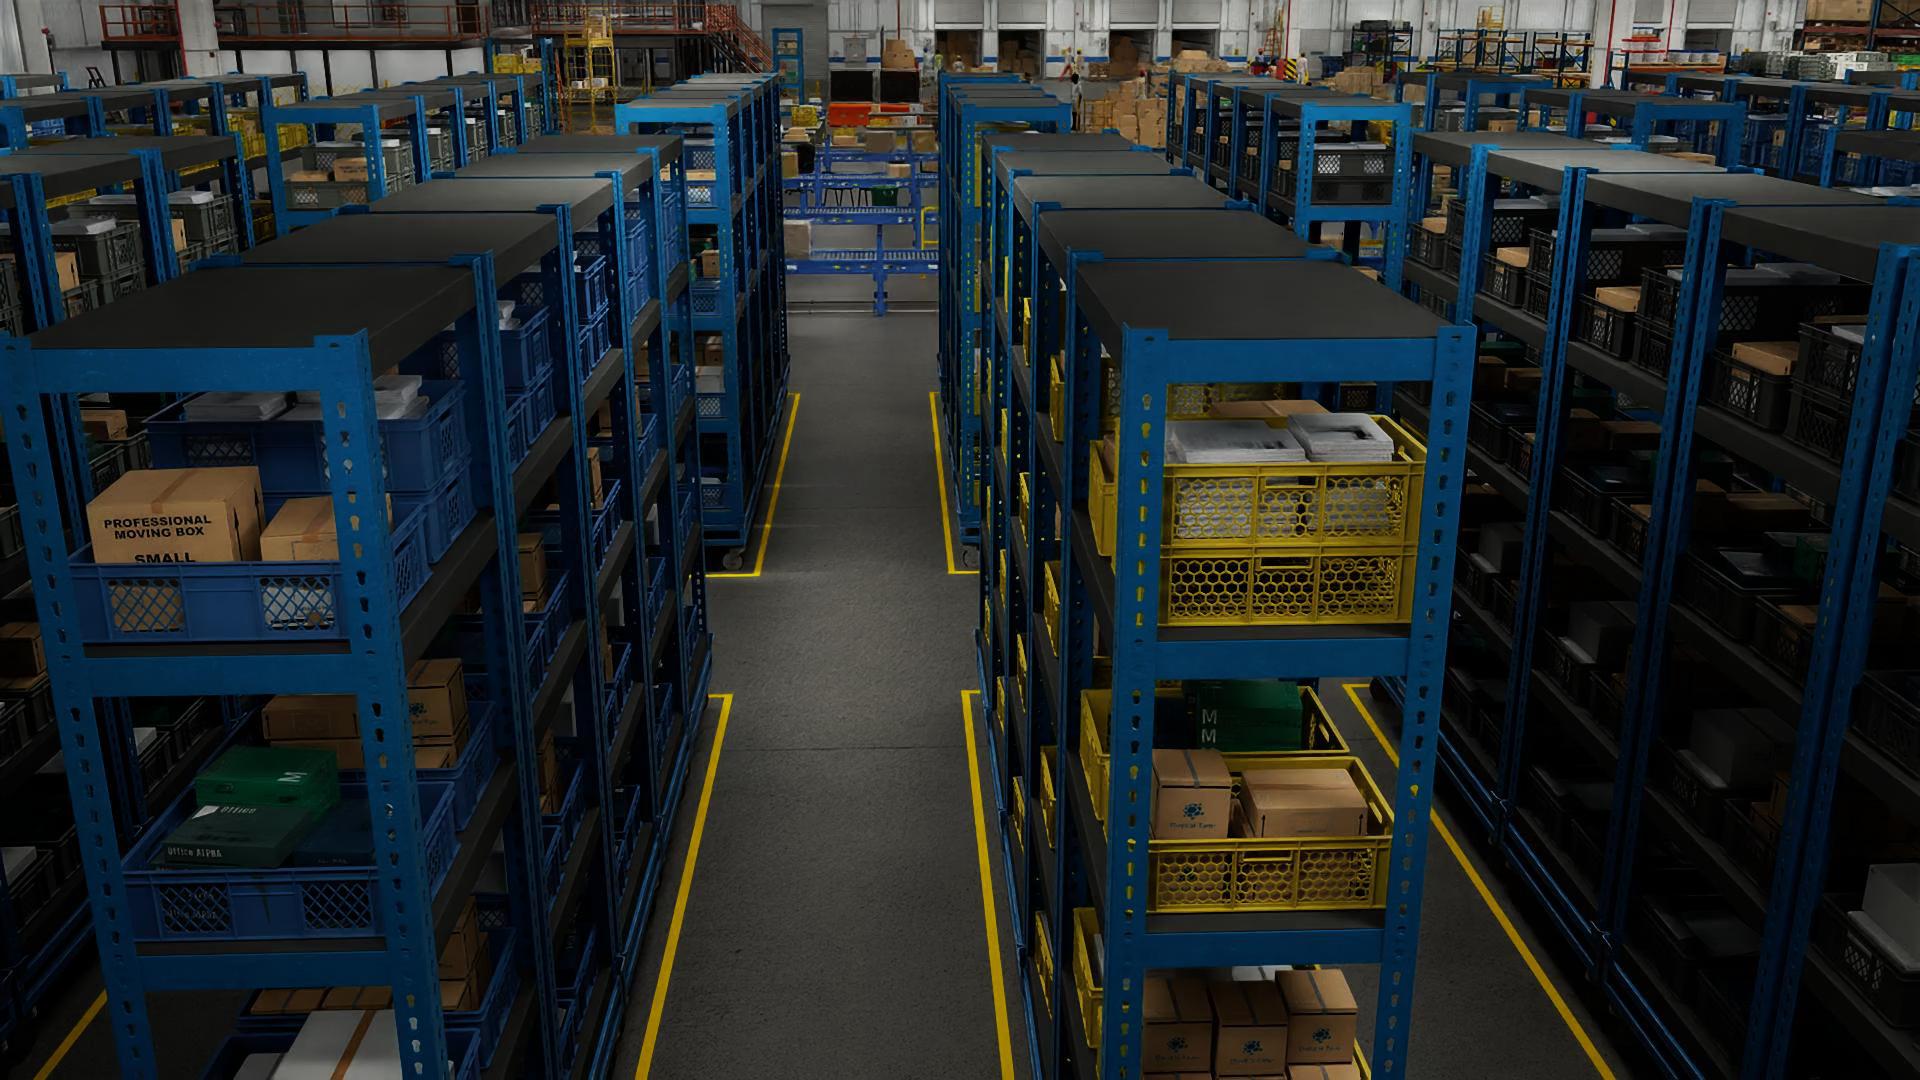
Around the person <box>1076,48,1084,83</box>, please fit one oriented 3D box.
[{"bbox_3d":[6.643,-26.409,92.536,0.480,1.906,0.631,13,22,35],"label":"person"}]

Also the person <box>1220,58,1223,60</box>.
[{"bbox_3d":[12.039,-21.329,76.940,0.619,1.838,0.430,-4,18,-12],"label":"person"}]

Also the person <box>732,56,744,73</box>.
[{"bbox_3d":[-10.617,-22.289,79.835,0.575,1.882,0.359,0,18,0],"label":"person"}]

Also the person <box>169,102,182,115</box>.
[{"bbox_3d":[-19.510,-10.001,41.651,1.050,1.993,0.614,-5,19,-16],"label":"person"}]

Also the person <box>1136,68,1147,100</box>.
[{"bbox_3d":[6.992,-17.163,63.910,0.671,1.913,0.565,16,24,41],"label":"person"}]

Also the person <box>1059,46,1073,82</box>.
[{"bbox_3d":[6.030,-26.681,93.323,0.953,1.965,0.613,-6,19,-17],"label":"person"}]

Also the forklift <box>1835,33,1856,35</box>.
[{"bbox_3d":[46.056,-25.071,86.845,1.129,2.768,1.873,-1,18,-2],"label":"forklift"}]

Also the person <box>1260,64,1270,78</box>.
[{"bbox_3d":[12.490,-18.555,68.226,0.391,1.916,0.590,-9,20,-25],"label":"person"}]

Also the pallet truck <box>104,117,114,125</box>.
[{"bbox_3d":[-18.367,-7.885,35.078,1.885,1.965,0.823,1,18,2],"label":"pallet truck"}]

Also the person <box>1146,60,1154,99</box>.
[{"bbox_3d":[8.717,-20.844,75.464,0.742,1.824,0.523,-6,19,-18],"label":"person"}]

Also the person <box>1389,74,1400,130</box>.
[{"bbox_3d":[15.282,-15.279,58.090,0.778,1.919,0.545,-3,18,-10],"label":"person"}]

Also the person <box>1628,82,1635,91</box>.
[{"bbox_3d":[25.151,-16.730,62.616,0.758,1.896,0.590,-9,20,-25],"label":"person"}]

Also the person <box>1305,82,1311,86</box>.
[{"bbox_3d":[11.898,-14.862,57.156,0.320,1.692,0.534,6,19,19],"label":"person"}]

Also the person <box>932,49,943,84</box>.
[{"bbox_3d":[-1.238,-25.986,91.339,0.633,1.842,0.429,-8,20,-23],"label":"person"}]

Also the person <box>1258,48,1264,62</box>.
[{"bbox_3d":[16.318,-25.718,90.372,0.375,1.928,0.542,0,18,0],"label":"person"}]

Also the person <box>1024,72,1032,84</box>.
[{"bbox_3d":[2.587,-16.579,62.249,0.873,1.839,0.519,6,19,17],"label":"person"}]

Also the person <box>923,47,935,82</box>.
[{"bbox_3d":[-1.827,-26.671,93.334,0.754,1.921,0.615,14,23,37],"label":"person"}]

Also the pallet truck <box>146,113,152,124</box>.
[{"bbox_3d":[-18.087,-8.309,36.390,1.885,1.965,0.823,-1,18,-4],"label":"pallet truck"}]

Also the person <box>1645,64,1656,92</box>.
[{"bbox_3d":[30.786,-20.415,74.054,0.574,1.876,0.355,-6,19,-19],"label":"person"}]

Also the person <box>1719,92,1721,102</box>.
[{"bbox_3d":[24.453,-13.672,53.010,0.618,1.976,0.663,6,19,19],"label":"person"}]

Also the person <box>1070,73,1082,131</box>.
[{"bbox_3d":[4.005,-15.192,57.736,0.361,1.964,0.614,-8,20,-24],"label":"person"}]

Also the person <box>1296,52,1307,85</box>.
[{"bbox_3d":[17.075,-23.383,83.130,0.354,1.937,0.635,-17,24,-42],"label":"person"}]

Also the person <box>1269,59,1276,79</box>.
[{"bbox_3d":[15.110,-22.397,80.484,0.535,1.693,0.321,-16,24,-40],"label":"person"}]

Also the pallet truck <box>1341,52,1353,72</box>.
[{"bbox_3d":[18.794,-23.123,82.231,0.823,1.965,1.885,-13,22,-35],"label":"pallet truck"}]

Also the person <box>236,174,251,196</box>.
[{"bbox_3d":[-16.137,-8.459,37.032,0.646,1.893,0.428,-1,18,-2],"label":"person"}]

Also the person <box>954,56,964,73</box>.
[{"bbox_3d":[-0.036,-24.013,85.452,0.487,1.707,0.869,-4,18,-13],"label":"person"}]
